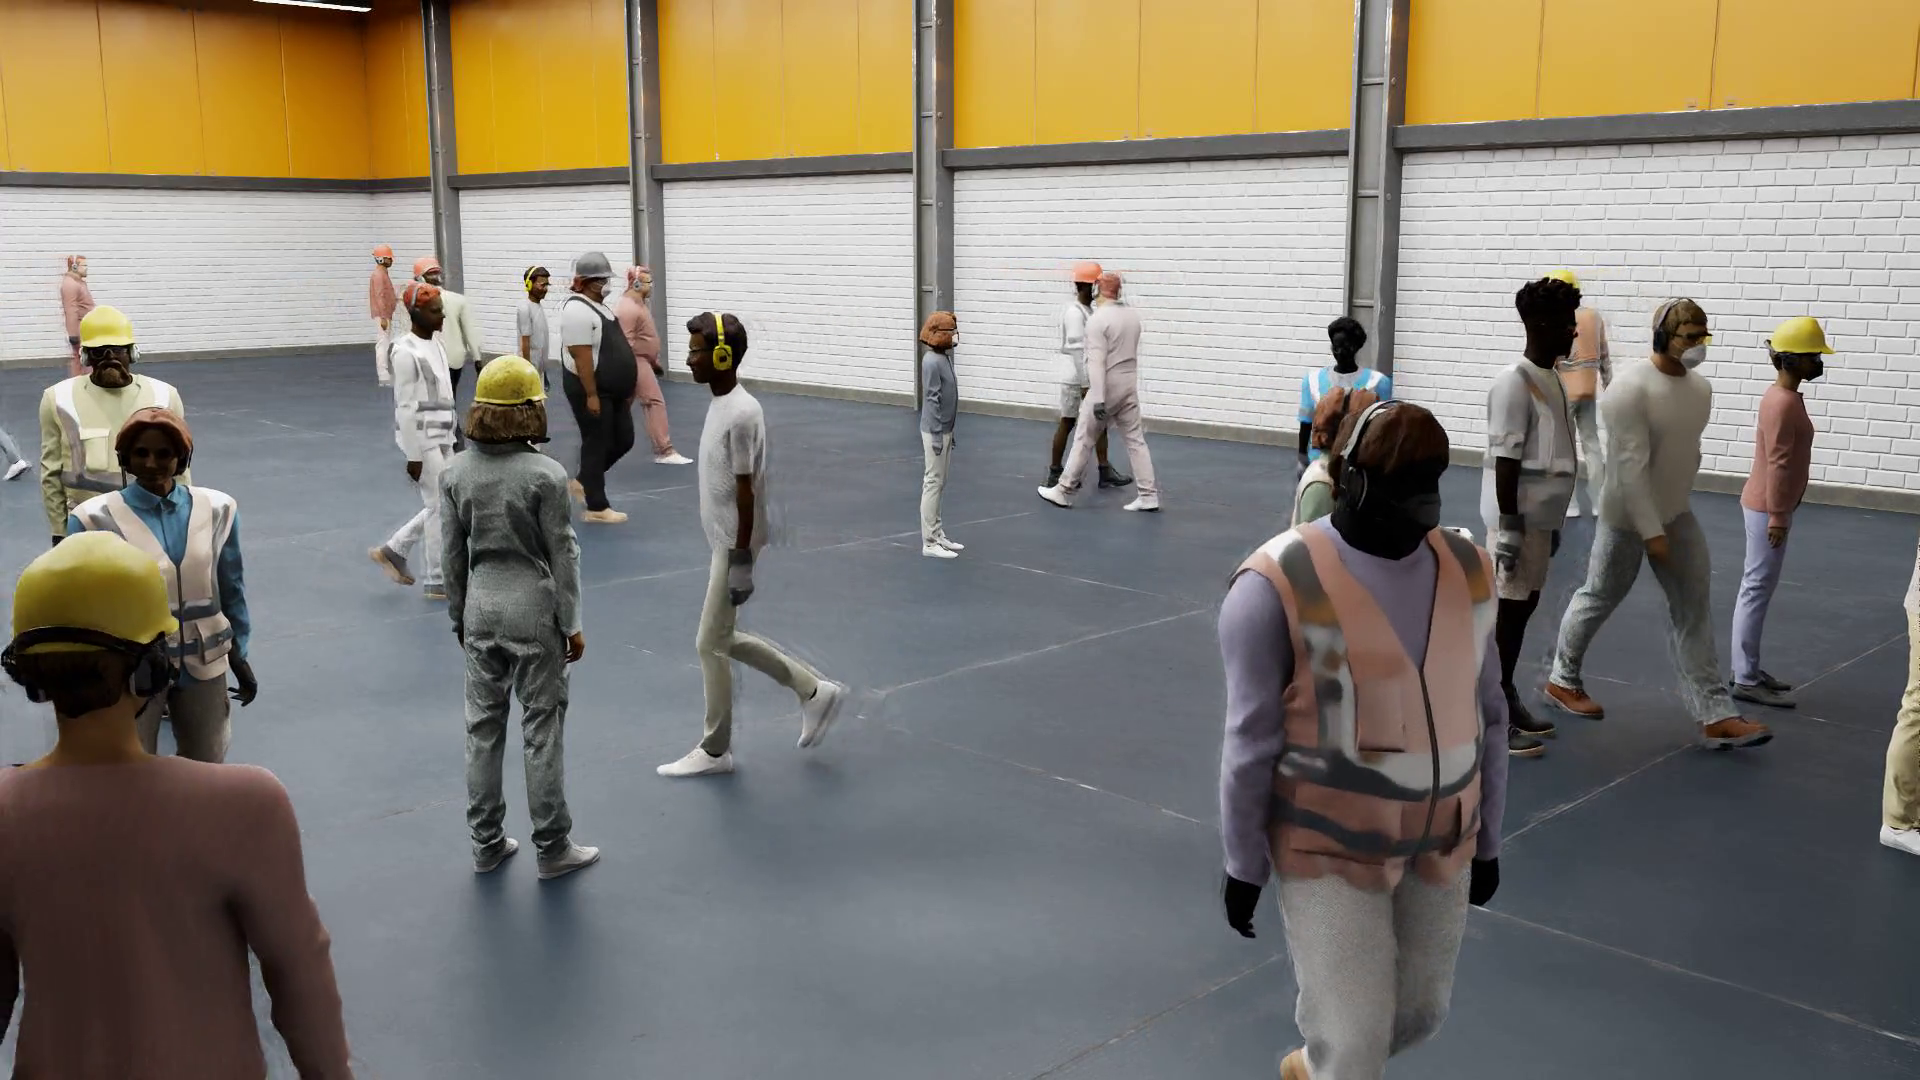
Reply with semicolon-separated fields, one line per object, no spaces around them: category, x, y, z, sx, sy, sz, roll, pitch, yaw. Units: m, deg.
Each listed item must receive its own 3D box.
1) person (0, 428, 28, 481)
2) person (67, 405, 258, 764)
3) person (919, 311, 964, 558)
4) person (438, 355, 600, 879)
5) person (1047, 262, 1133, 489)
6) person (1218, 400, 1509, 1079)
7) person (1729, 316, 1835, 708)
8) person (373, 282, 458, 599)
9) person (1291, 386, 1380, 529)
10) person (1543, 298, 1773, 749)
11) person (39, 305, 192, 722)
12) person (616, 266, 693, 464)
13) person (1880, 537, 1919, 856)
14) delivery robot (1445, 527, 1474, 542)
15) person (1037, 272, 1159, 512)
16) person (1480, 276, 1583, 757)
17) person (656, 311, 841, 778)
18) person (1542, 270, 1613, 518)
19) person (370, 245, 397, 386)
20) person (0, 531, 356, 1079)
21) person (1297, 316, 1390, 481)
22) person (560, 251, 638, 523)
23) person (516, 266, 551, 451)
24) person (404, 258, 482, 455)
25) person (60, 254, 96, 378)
person;-8.552;-1.296;14.397;0.830;1.598;0.505;2;11;9
person;-2.377;0.412;5.000;0.314;1.636;0.514;9;14;41
person;-0.126;-0.705;11.100;0.282;1.633;0.500;2;11;9
person;-1.470;0.260;5.539;0.493;1.743;0.296;3;11;17
person;1.118;-1.357;13.912;0.855;1.901;0.576;4;11;21
person;0.833;0.611;3.426;0.643;1.819;0.808;-4;11;-19
person;3.756;-0.135;7.626;0.329;1.769;0.526;5;12;26
person;-3.144;-0.567;9.711;0.539;1.864;0.592;0;10;1
person;1.337;0.283;5.759;0.510;1.620;0.528;4;11;21
person;2.931;-0.076;7.033;0.617;1.879;1.071;-5;11;-24
person;-3.634;-0.093;7.213;0.588;1.835;0.403;-7;12;-33
person;-3.062;-1.615;15.478;1.014;1.857;0.644;-2;11;-10
person;3.430;0.275;5.757;0.281;1.631;0.505;8;13;37
delivery robot;2.614;0.041;9.720;0.707;0.478;0.477;2;10;9
person;1.127;-1.141;12.920;0.996;1.841;0.653;9;14;40
person;2.357;-0.102;6.904;0.362;1.964;0.611;7;12;33
person;-0.850;0.026;6.557;0.671;1.845;0.513;-3;11;-15
person;4.683;-1.099;12.594;0.758;1.875;0.445;-4;11;-22
person;-8.163;-3.182;23.617;0.391;1.995;0.613;-2;11;-13
person;-1.195;0.847;2.423;0.526;1.721;0.920;0;10;2
person;2.222;-0.457;9.625;0.535;1.678;0.603;5;12;27
person;-2.660;-1.132;12.317;0.539;2.000;0.689;1;10;8
person;-3.720;-1.468;14.637;0.334;1.864;0.517;0;10;1
person;-4.898;-1.696;15.723;0.662;1.919;1.029;-9;13;-39
person;-11.022;-2.669;21.119;0.668;1.887;0.655;-5;11;-25
